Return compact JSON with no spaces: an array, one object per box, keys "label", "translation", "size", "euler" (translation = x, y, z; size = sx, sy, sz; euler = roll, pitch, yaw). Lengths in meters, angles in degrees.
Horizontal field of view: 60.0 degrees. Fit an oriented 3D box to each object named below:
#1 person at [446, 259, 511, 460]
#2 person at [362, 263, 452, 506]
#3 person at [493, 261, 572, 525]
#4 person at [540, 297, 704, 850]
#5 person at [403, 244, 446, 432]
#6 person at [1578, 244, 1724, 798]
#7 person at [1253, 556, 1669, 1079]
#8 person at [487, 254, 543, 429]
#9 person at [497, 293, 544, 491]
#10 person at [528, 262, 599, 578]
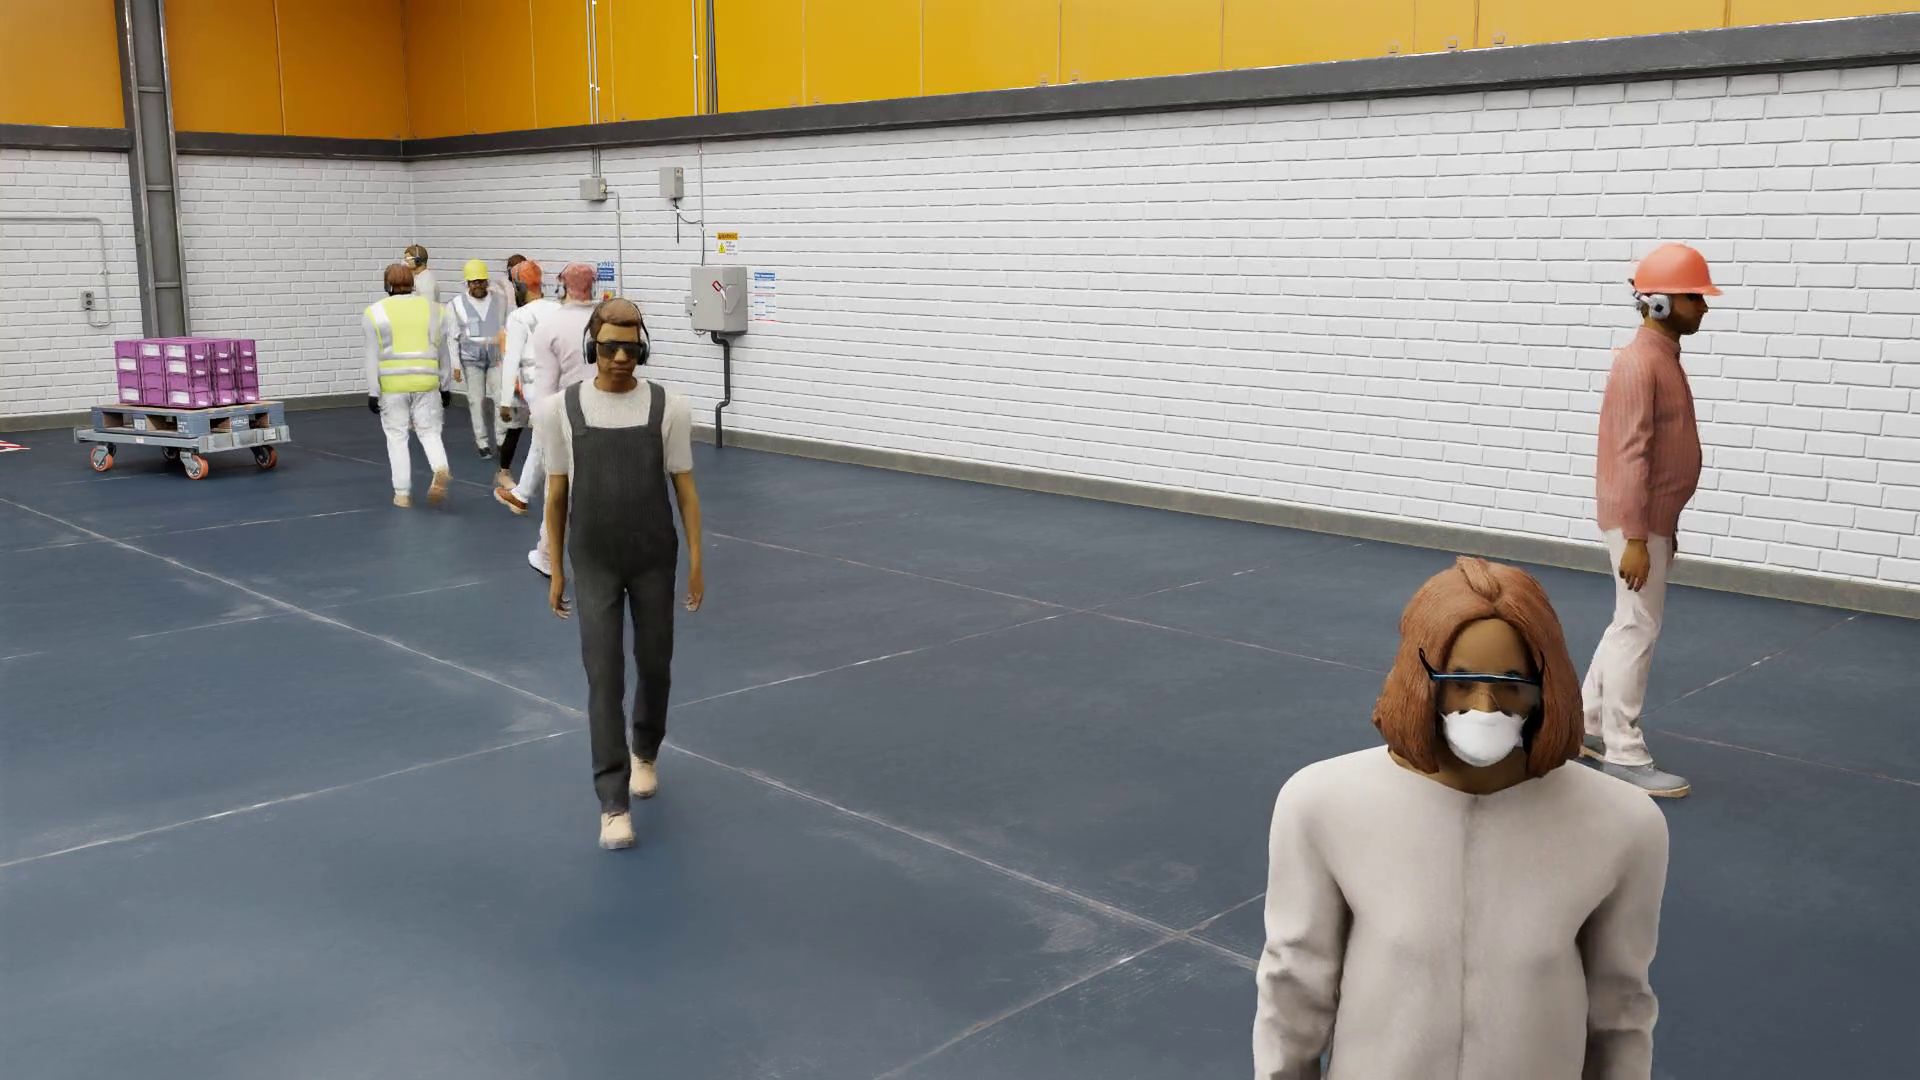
[{"label":"person","translation":[-4.262,-1.600,14.905],"size":[0.610,1.806,0.616],"euler":[-5,11,-24]},{"label":"person","translation":[-4.048,-1.124,12.264],"size":[0.636,1.827,0.697],"euler":[-6,12,-32]},{"label":"person","translation":[-2.996,-1.020,11.654],"size":[0.990,1.835,0.595],"euler":[5,12,26]},{"label":"person","translation":[-1.156,0.078,5.728],"size":[0.522,1.823,0.782],"euler":[-3,11,-14]},{"label":"person","translation":[-5.508,-2.068,17.139],"size":[0.368,1.935,0.630],"euler":[-4,11,-22]},{"label":"person","translation":[2.498,-0.071,6.128],"size":[0.541,2.001,0.640],"euler":[6,12,28]},{"label":"person","translation":[0.635,0.822,2.174],"size":[0.507,1.630,0.268],"euler":[2,11,9]},{"label":"person","translation":[-4.670,-2.092,17.532],"size":[0.638,1.830,0.606],"euler":[-8,13,-36]},{"label":"person","translation":[-3.338,-1.153,12.915],"size":[0.902,1.645,0.534],"euler":[9,14,41]},{"label":"person","translation":[-2.202,-0.652,9.578],"size":[0.645,1.861,0.950],"euler":[-7,13,-34]}]
